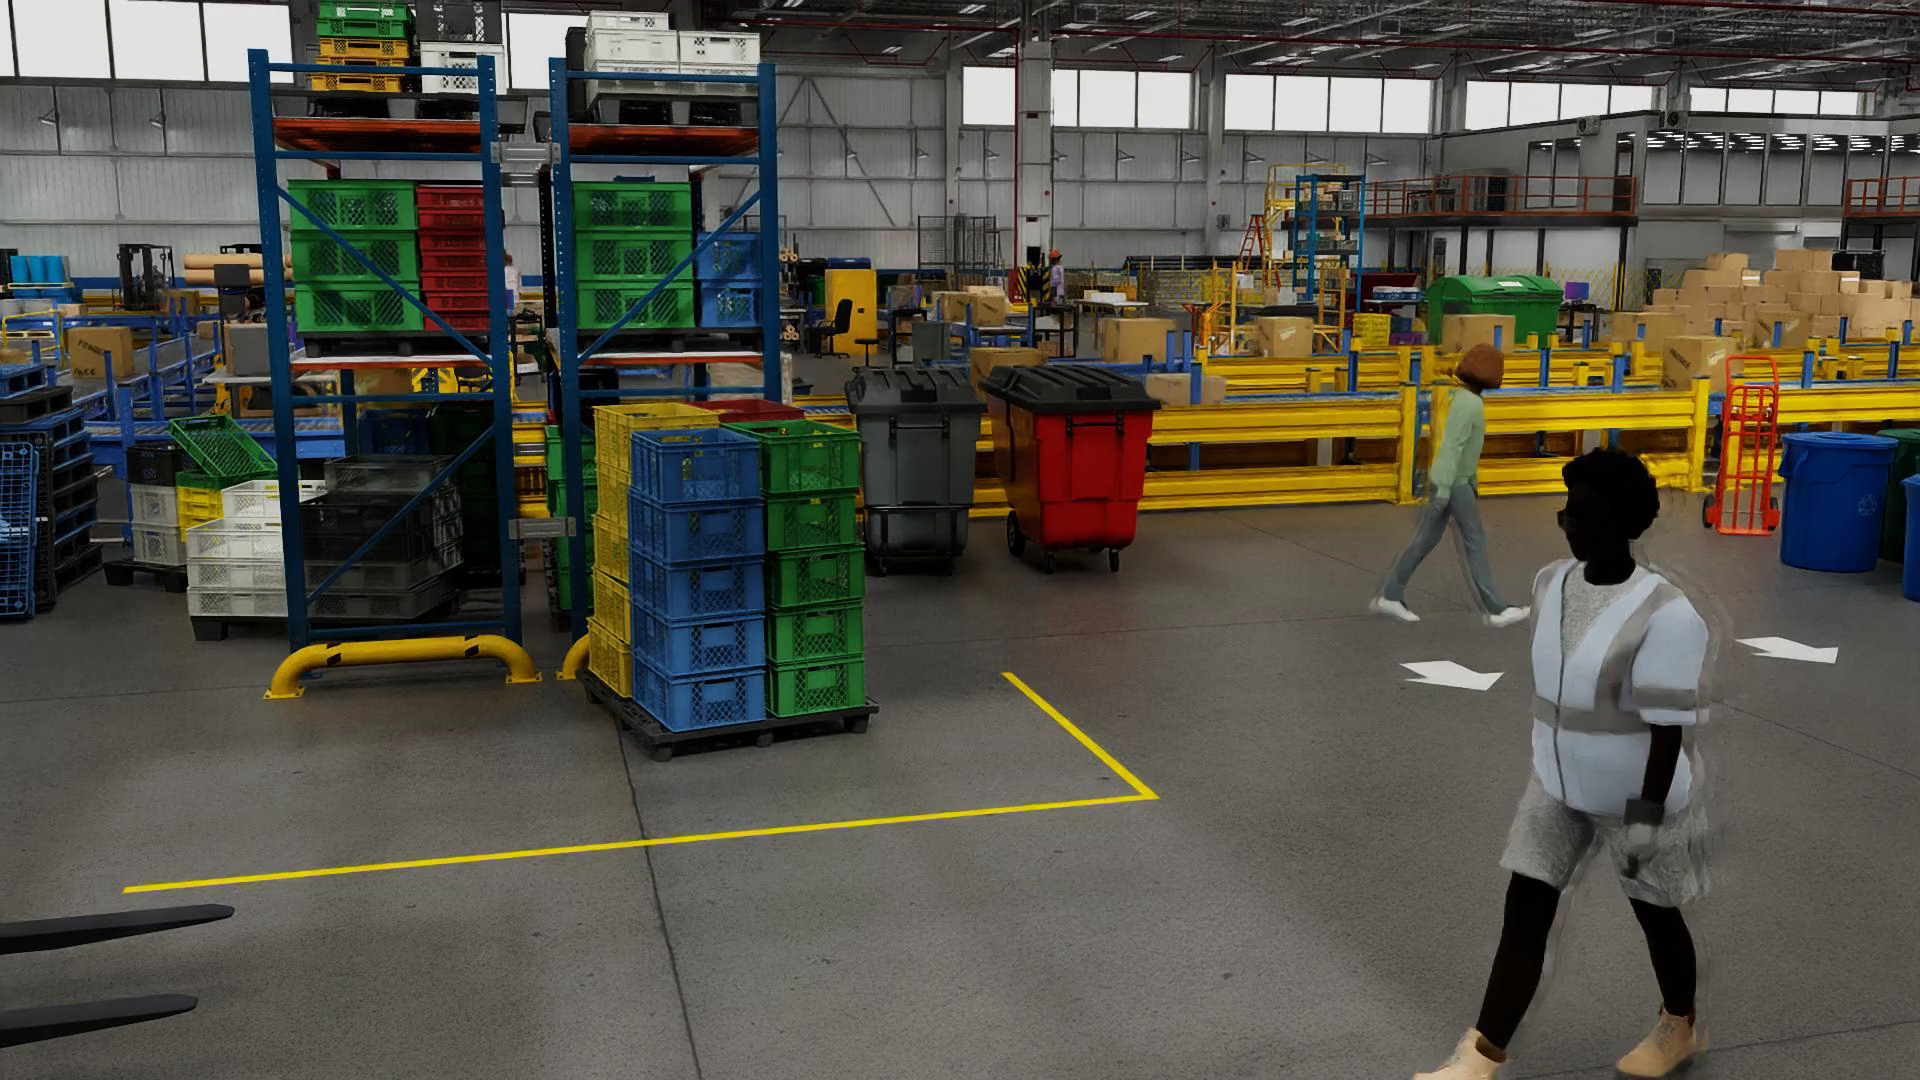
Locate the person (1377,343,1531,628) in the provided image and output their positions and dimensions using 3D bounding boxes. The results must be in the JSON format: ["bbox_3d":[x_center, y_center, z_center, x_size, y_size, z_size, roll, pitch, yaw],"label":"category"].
[{"bbox_3d":[2.777,-0.296,9.280,0.878,1.585,0.532,2,10,14],"label":"person"}]

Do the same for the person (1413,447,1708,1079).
[{"bbox_3d":[1.539,0.597,4.044,0.890,1.643,0.543,-5,11,-26],"label":"person"}]

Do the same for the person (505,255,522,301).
[{"bbox_3d":[-11.894,-6.574,43.930,0.639,1.910,0.407,-8,13,-37],"label":"person"}]

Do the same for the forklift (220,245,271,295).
[{"bbox_3d":[-17.749,-6.334,41.440,1.157,1.987,2.680,-3,10,-17],"label":"forklift"}]

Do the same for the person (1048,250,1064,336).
[{"bbox_3d":[2.263,-5.858,39.498,0.391,2.040,0.615,3,11,18],"label":"person"}]

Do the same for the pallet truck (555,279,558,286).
[{"bbox_3d":[-10.604,-6.375,44.520,0.653,1.274,1.630,-3,10,-15],"label":"pallet truck"}]

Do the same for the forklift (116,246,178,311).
[{"bbox_3d":[-19.966,-6.232,40.894,1.157,1.987,2.680,-3,10,-15],"label":"forklift"}]
